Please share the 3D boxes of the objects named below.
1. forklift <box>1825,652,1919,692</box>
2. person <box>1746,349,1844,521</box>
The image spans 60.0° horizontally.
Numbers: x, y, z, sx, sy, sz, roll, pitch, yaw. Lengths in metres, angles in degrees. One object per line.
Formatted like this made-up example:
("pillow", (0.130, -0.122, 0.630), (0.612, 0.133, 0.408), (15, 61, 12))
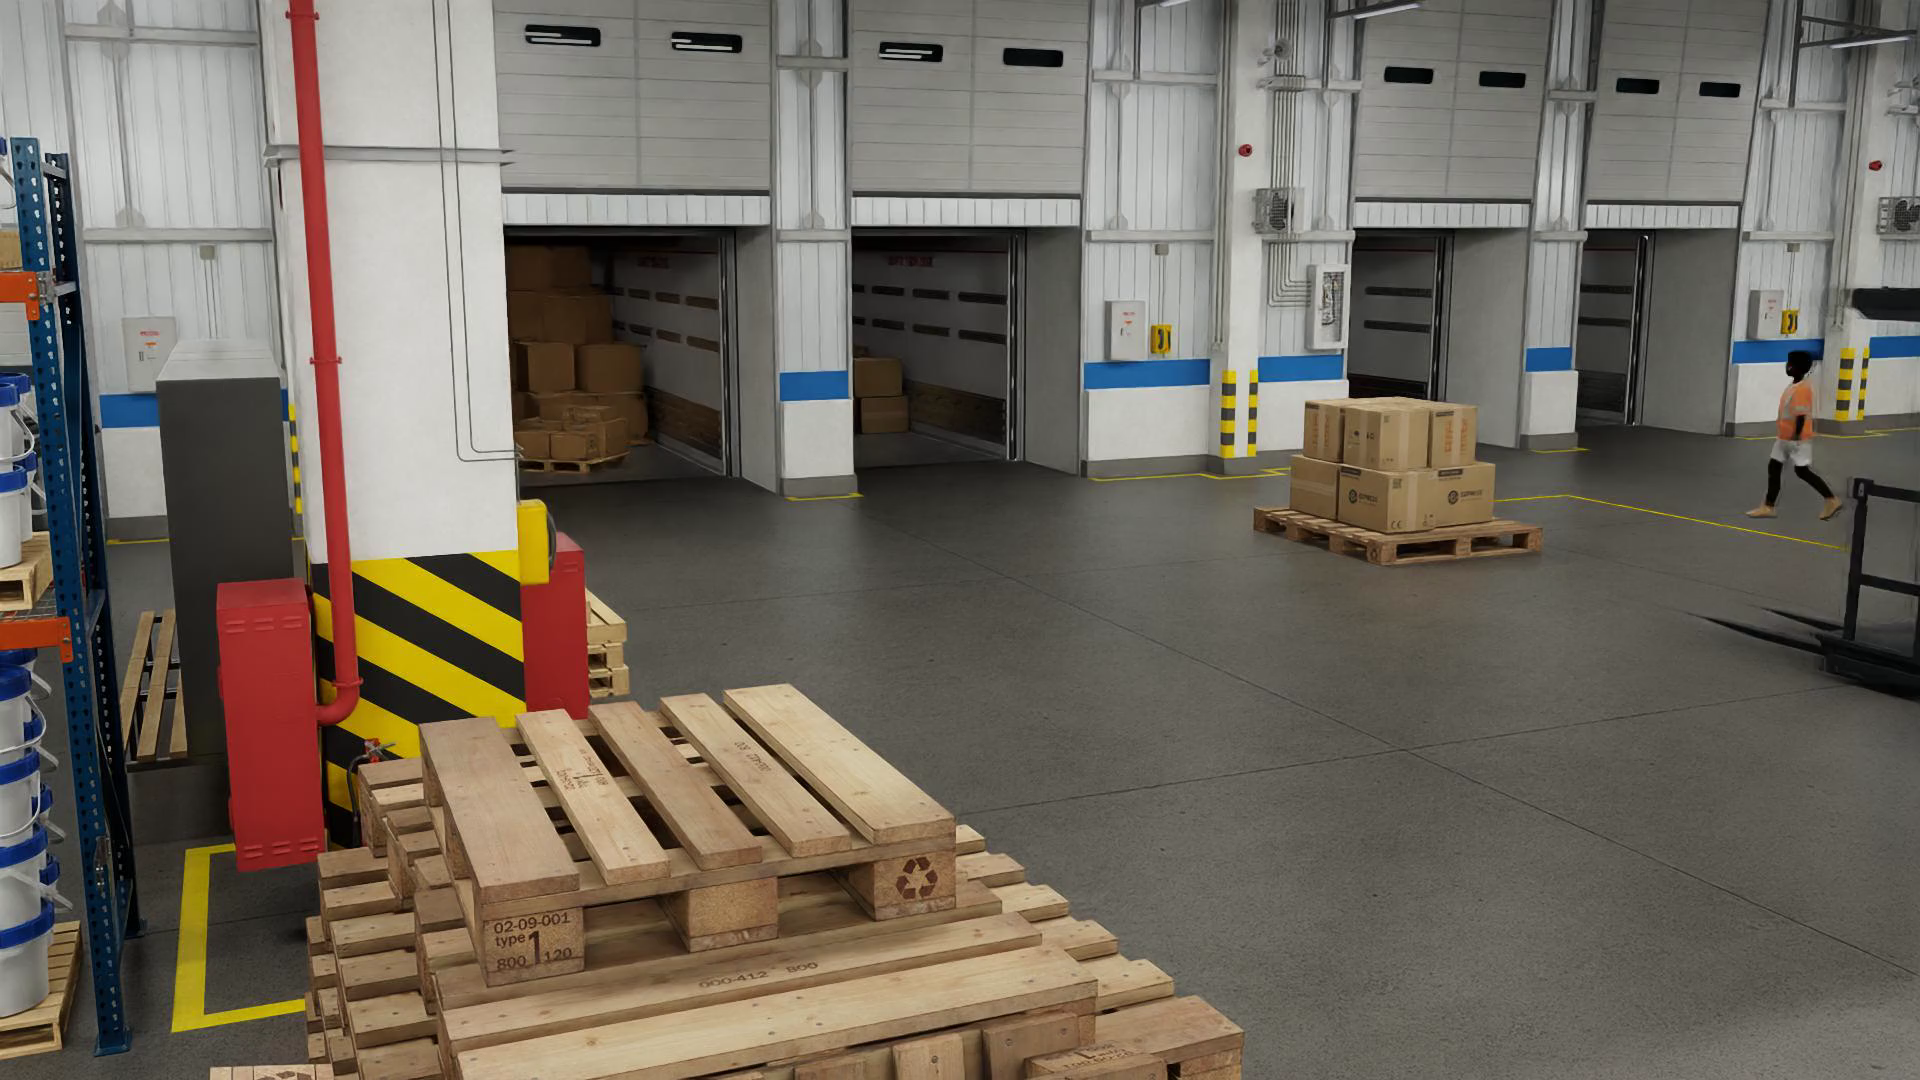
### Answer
("forklift", (6.271, -0.417, 9.482), (1.129, 2.768, 1.873), (-4, 11, -23))
("person", (8.144, -1.006, 16.082), (0.787, 1.671, 0.536), (2, 11, 13))
